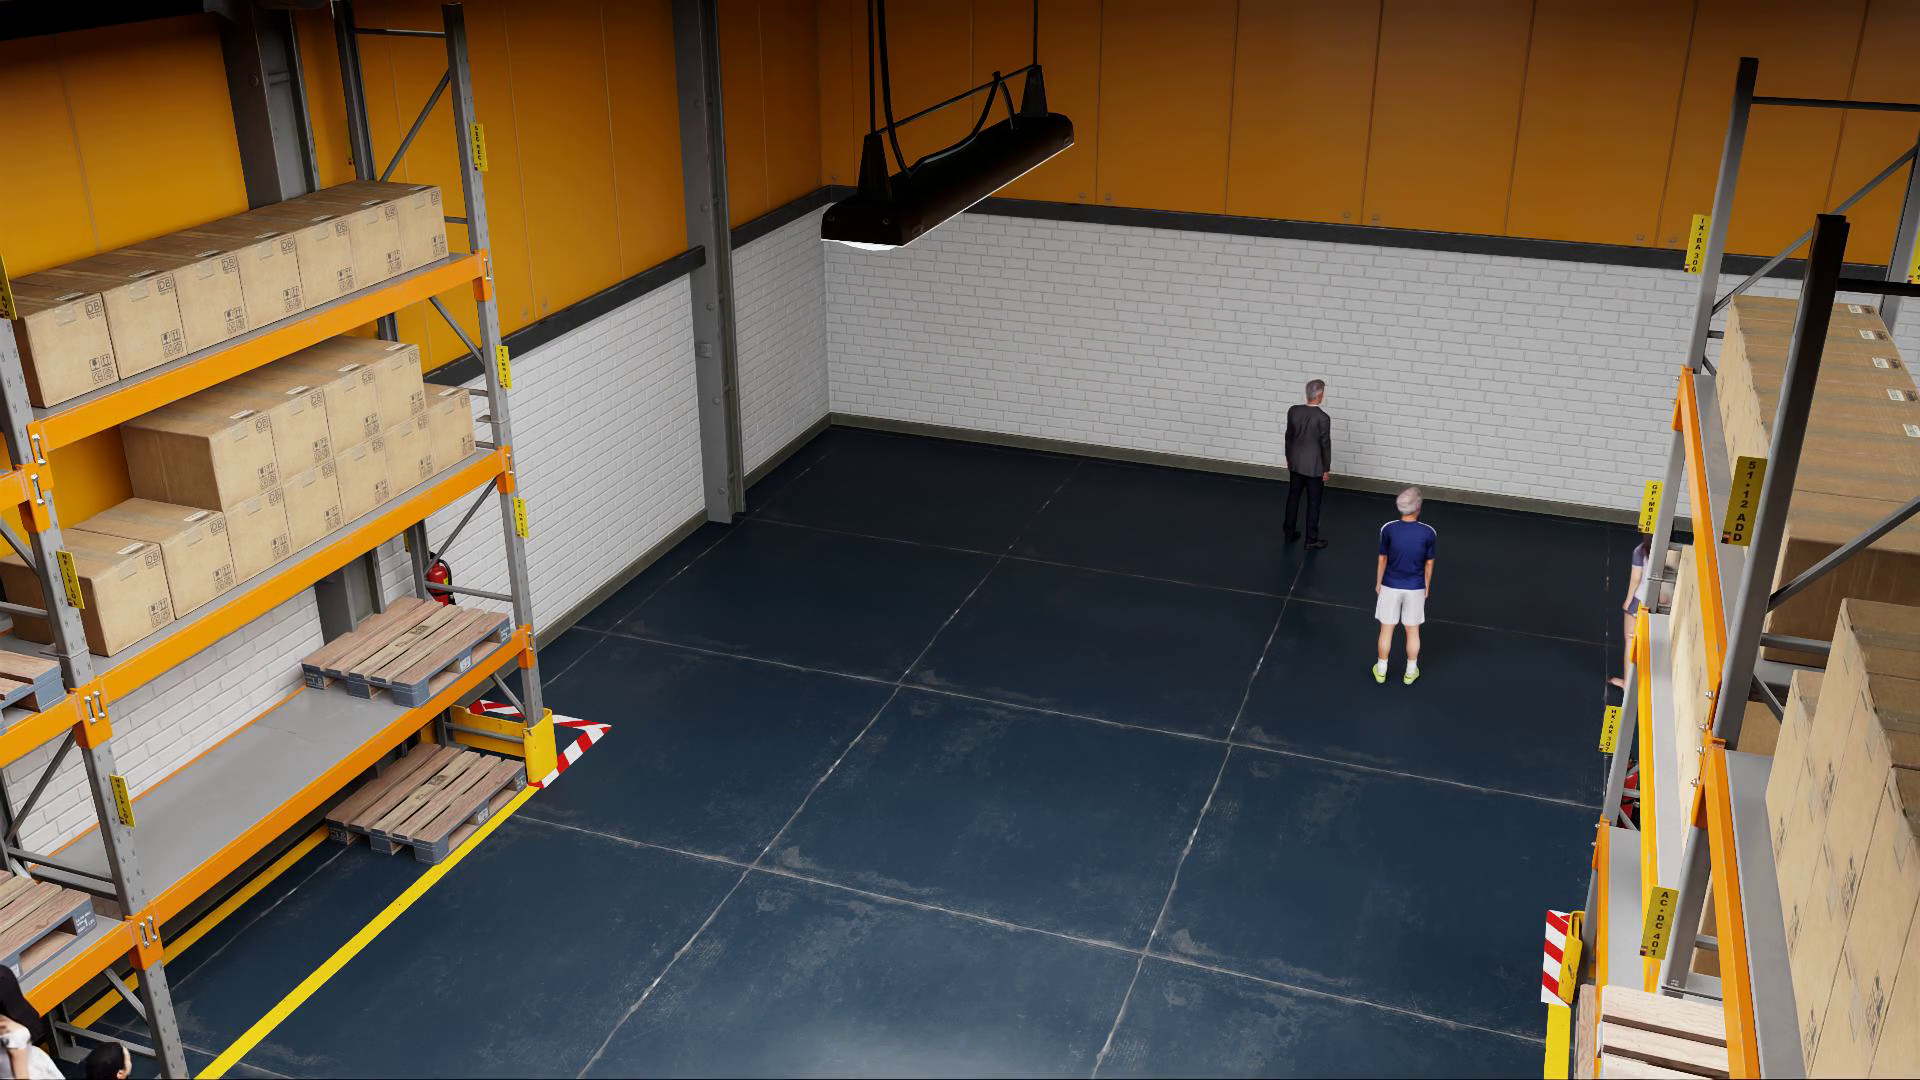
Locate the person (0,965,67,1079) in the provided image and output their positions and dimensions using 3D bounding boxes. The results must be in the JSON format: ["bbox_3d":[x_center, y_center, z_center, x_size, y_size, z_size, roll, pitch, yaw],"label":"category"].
[{"bbox_3d":[-4.939,2.995,8.860,0.823,1.769,0.783,-15,28,-30],"label":"person"}]

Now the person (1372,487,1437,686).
[{"bbox_3d":[3.916,0.407,14.698,0.654,1.836,0.580,5,24,12],"label":"person"}]

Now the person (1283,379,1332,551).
[{"bbox_3d":[3.660,-0.810,17.479,0.778,1.837,0.803,-21,31,-39],"label":"person"}]

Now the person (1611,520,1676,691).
[{"bbox_3d":[6.039,0.520,14.601,0.672,1.705,0.685,-4,24,-10],"label":"person"}]
